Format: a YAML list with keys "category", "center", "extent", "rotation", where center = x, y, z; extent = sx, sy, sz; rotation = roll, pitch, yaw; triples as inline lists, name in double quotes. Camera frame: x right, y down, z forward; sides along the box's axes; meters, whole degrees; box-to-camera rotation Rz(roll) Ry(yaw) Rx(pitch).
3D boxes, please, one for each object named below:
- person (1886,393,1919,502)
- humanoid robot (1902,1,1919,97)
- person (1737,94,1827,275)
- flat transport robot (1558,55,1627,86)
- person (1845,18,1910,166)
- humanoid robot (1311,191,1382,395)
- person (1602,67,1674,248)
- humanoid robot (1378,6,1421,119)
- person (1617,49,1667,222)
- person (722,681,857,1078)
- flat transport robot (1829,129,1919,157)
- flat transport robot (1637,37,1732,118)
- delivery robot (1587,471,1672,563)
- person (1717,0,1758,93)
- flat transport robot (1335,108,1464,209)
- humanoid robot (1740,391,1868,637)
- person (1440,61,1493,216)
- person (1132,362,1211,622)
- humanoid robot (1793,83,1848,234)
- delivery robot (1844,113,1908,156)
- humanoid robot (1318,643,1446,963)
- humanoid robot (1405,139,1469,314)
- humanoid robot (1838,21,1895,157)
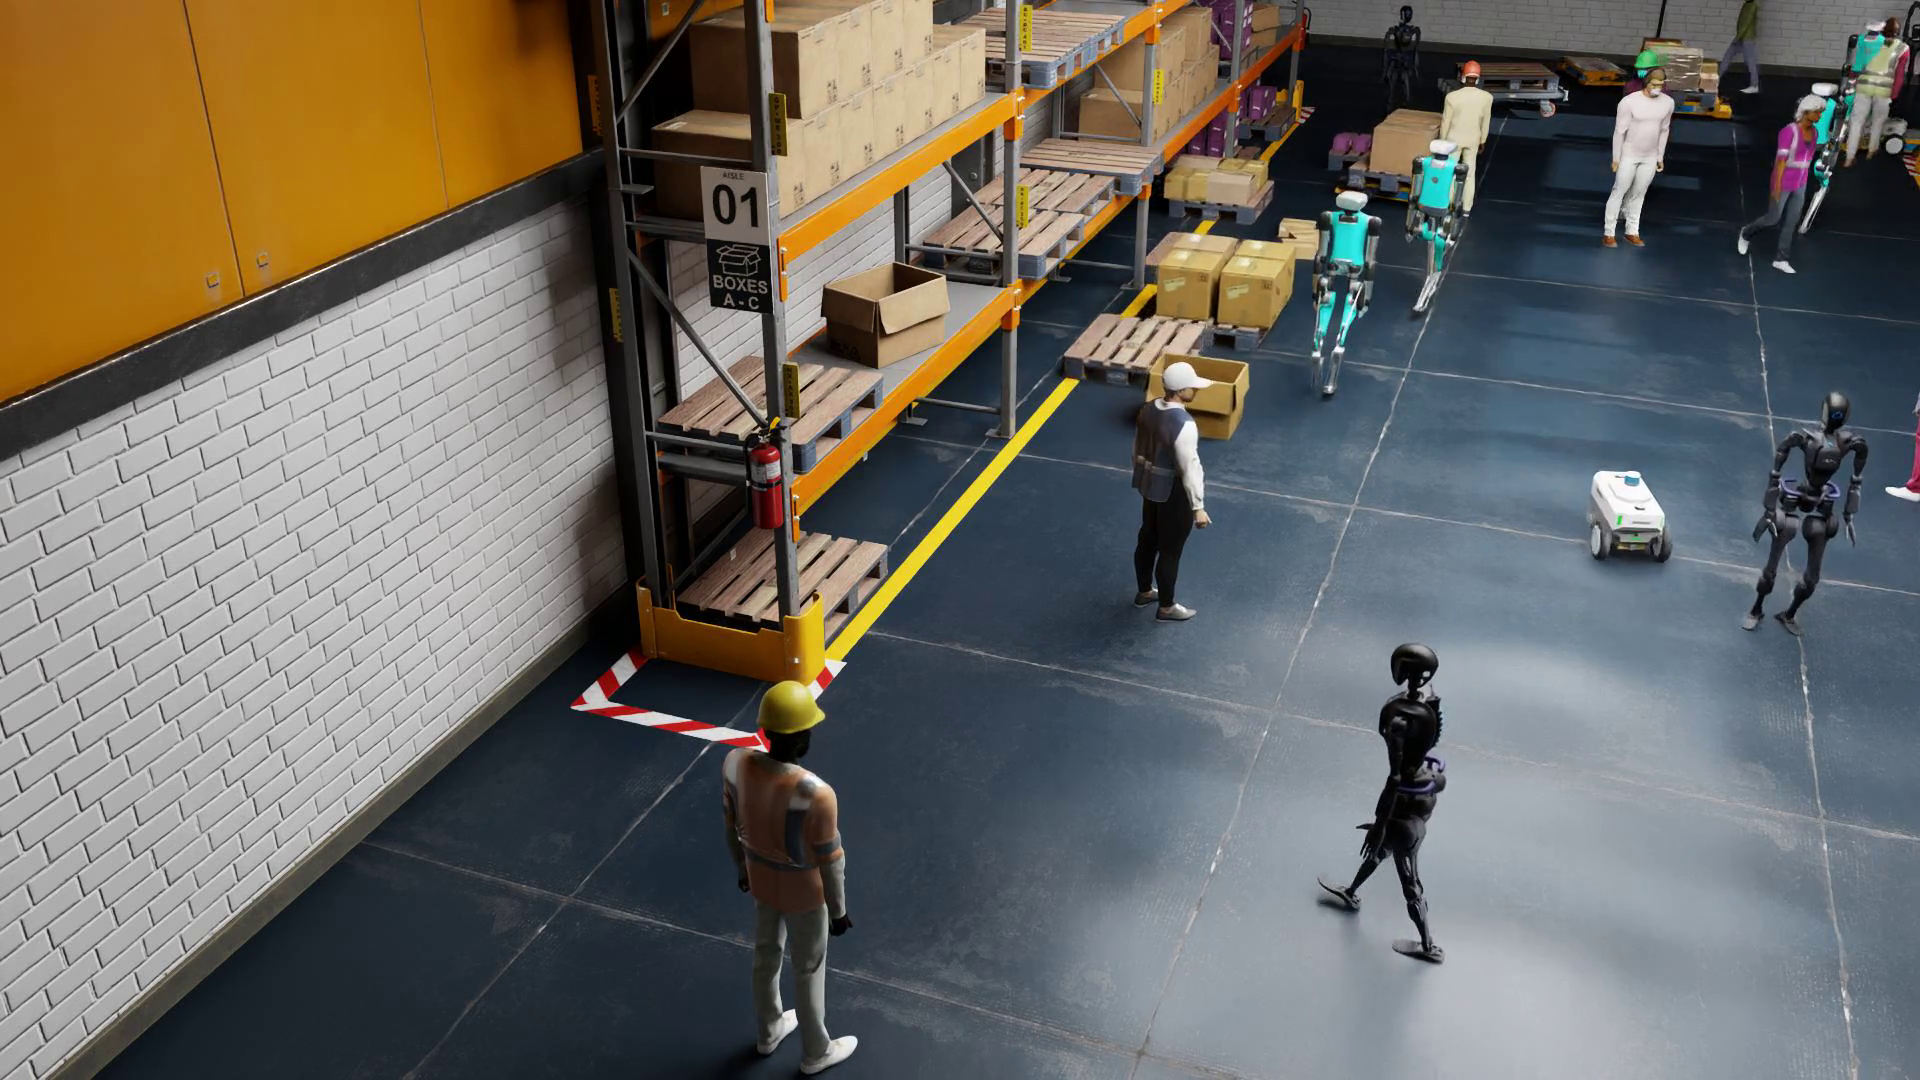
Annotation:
- category: "person"
  center: [7.274, -1.059, 12.321]
  extent: [0.507, 1.627, 0.289]
  rotation: [-14, 31, -26]
- category: "humanoid robot"
  center: [14.255, -7.415, 24.605]
  extent: [0.588, 1.633, 0.478]
  rotation: [13, 30, 24]
- category: "person"
  center: [8.572, -3.726, 17.278]
  extent: [0.531, 1.822, 0.697]
  rotation: [-8, 28, -15]
- category: "flat transport robot"
  center: [9.861, -7.310, 25.930]
  extent: [0.659, 0.231, 1.431]
  rotation: [1, 27, 2]
- category: "person"
  center: [11.646, -5.704, 21.158]
  extent: [0.630, 1.786, 0.916]
  rotation: [19, 33, 33]
- category: "humanoid robot"
  center: [3.159, -1.970, 14.028]
  extent: [0.535, 1.828, 0.748]
  rotation: [13, 30, 24]
- category: "person"
  center: [7.313, -4.120, 17.928]
  extent: [0.628, 1.936, 0.373]
  rotation: [-4, 28, -8]
- category: "humanoid robot"
  center: [5.987, -6.440, 22.702]
  extent: [0.587, 1.646, 0.366]
  rotation: [-7, 28, -14]
- category: "person"
  center: [7.775, -4.658, 18.999]
  extent: [0.844, 1.915, 0.504]
  rotation: [-24, 35, -38]
- category: "person"
  center: [-0.720, 1.451, 7.130]
  extent: [0.592, 1.922, 0.382]
  rotation: [17, 32, 30]
- category: "flat transport robot"
  center: [12.303, -5.264, 21.961]
  extent: [1.431, 0.231, 0.659]
  rotation: [10, 29, 18]
- category: "flat transport robot"
  center: [10.301, -6.266, 23.905]
  extent: [1.431, 0.231, 0.659]
  rotation: [8, 28, 15]
- category: "delivery robot"
  center: [4.731, -0.189, 11.806]
  extent: [0.499, 0.595, 0.781]
  rotation: [2, 27, 4]
- category: "person"
  center: [11.635, -7.480, 24.818]
  extent: [0.890, 1.580, 0.501]
  rotation: [2, 27, 3]
- category: "flat transport robot"
  center: [5.286, -4.209, 19.916]
  extent: [1.431, 0.231, 0.659]
  rotation: [14, 30, 25]
- category: "humanoid robot"
  center: [5.369, -0.163, 10.529]
  extent: [0.602, 1.655, 0.324]
  rotation: [4, 28, 8]
- category: "person"
  center: [5.741, -4.582, 19.016]
  extent: [0.564, 1.750, 0.339]
  rotation: [-1, 27, -1]
- category: "person"
  center: [1.341, -0.313, 10.732]
  extent: [0.443, 1.756, 0.760]
  rotation: [-13, 30, -24]
- category: "humanoid robot"
  center: [9.367, -4.098, 18.245]
  extent: [0.530, 1.886, 0.811]
  rotation: [22, 34, 36]
- category: "delivery robot"
  center: [12.039, -5.368, 21.869]
  extent: [0.810, 0.612, 0.499]
  rotation: [8, 28, 15]
- category: "humanoid robot"
  center: [2.061, 1.219, 7.879]
  extent: [0.705, 1.631, 0.593]
  rotation: [15, 31, 27]
- category: "humanoid robot"
  center: [4.634, -3.046, 16.109]
  extent: [0.549, 1.750, 1.056]
  rotation: [16, 31, 29]
- category: "humanoid robot"
  center: [11.581, -5.754, 21.325]
  extent: [0.534, 1.808, 0.699]
  rotation: [19, 33, 33]
